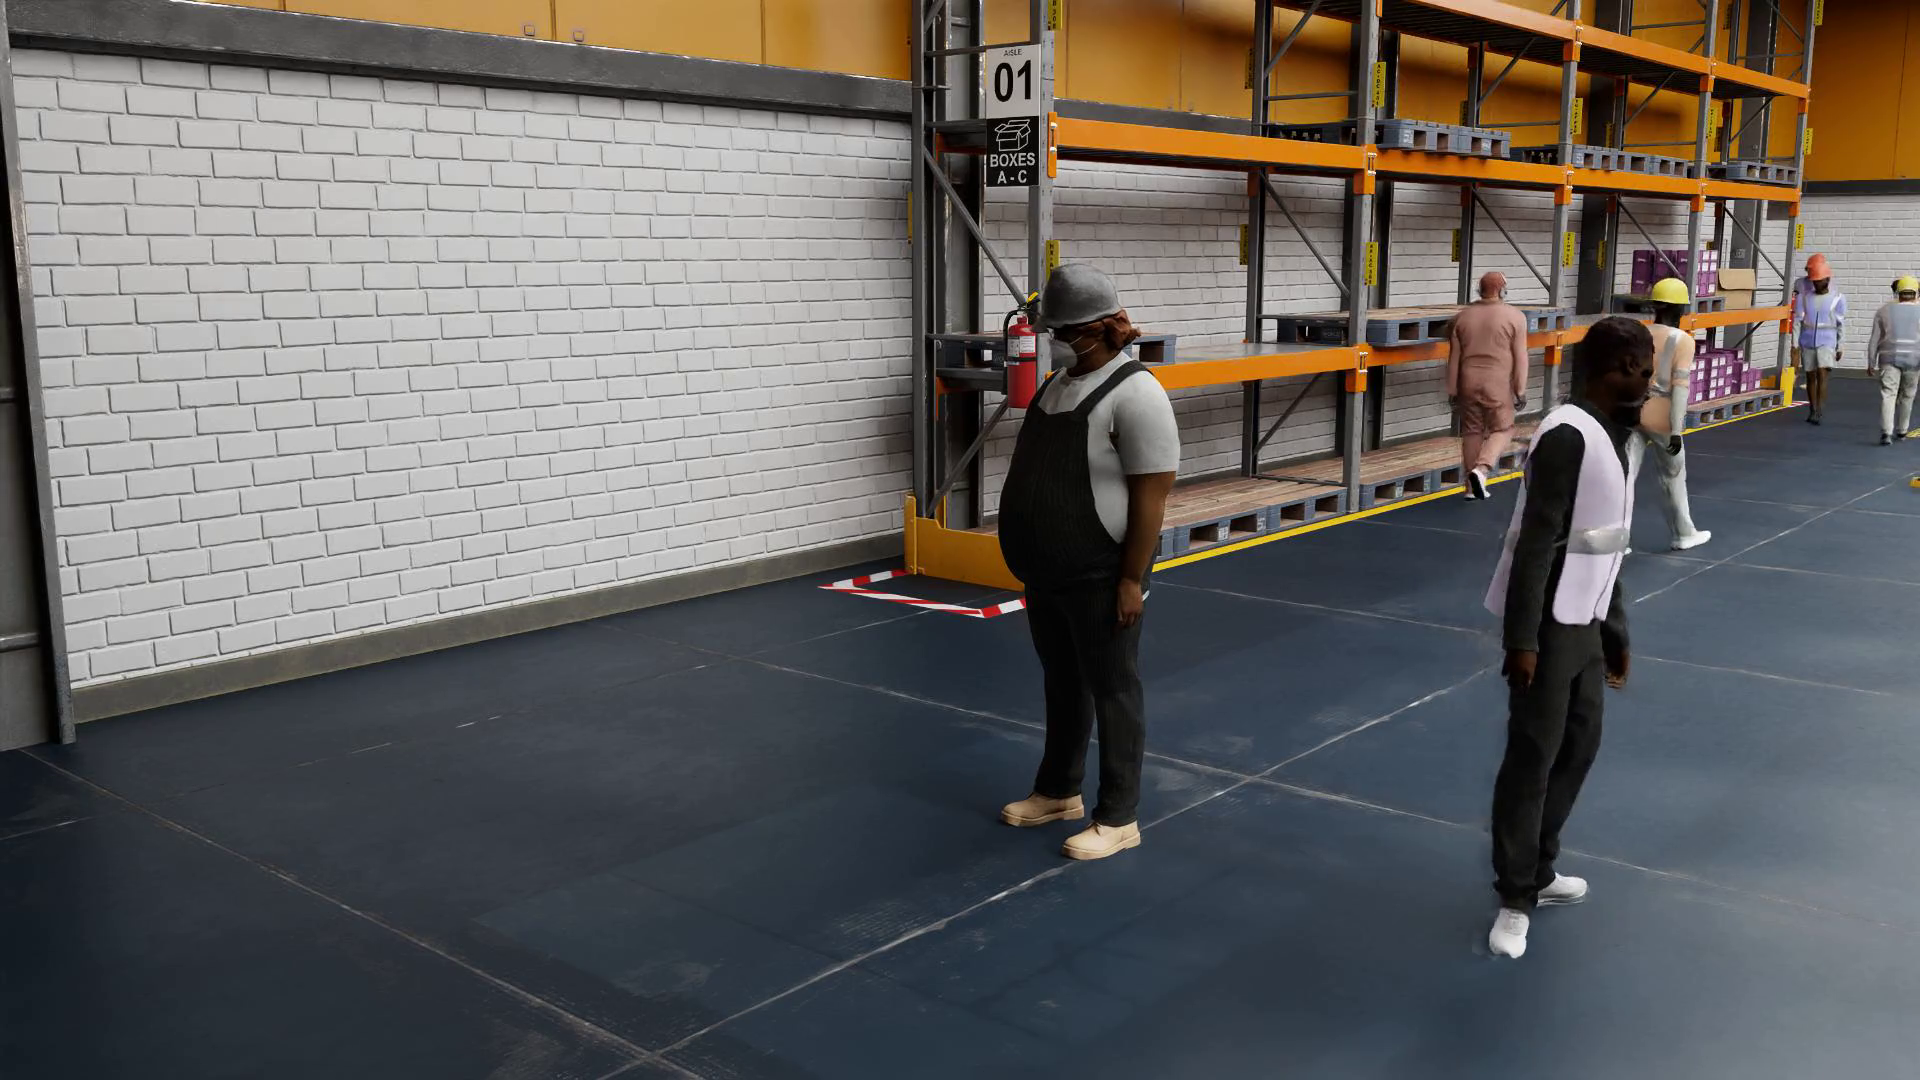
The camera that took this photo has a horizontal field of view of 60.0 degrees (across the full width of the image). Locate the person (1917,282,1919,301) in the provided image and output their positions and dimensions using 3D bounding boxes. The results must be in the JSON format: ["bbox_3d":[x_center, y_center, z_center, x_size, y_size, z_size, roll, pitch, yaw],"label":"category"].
[{"bbox_3d":[12.902,-2.699,22.626,0.526,1.629,0.370,7,12,34],"label":"person"}]

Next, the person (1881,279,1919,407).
[{"bbox_3d":[12.369,-2.587,21.874,0.560,1.658,0.510,1,10,7],"label":"person"}]

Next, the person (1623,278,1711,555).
[{"bbox_3d":[4.716,-0.827,11.257,0.983,1.871,0.608,-5,11,-27],"label":"person"}]

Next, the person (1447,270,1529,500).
[{"bbox_3d":[4.259,-1.235,13.522,0.674,1.896,0.574,9,14,42],"label":"person"}]

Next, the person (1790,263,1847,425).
[{"bbox_3d":[10.082,-2.301,19.597,0.552,1.884,0.964,7,12,36],"label":"person"}]

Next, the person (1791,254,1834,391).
[{"bbox_3d":[12.317,-3.140,24.126,1.005,1.976,0.628,-7,12,-37],"label":"person"}]

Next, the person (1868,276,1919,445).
[{"bbox_3d":[9.992,-1.904,17.688,0.592,1.783,0.969,5,11,26],"label":"person"}]

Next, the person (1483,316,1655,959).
[{"bbox_3d":[1.773,0.277,4.994,0.382,1.878,0.725,7,12,37],"label":"person"}]

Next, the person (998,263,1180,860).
[{"bbox_3d":[0.395,0.064,5.719,0.536,2.000,0.675,-6,11,-29],"label":"person"}]

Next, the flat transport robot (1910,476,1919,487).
[{"bbox_3d":[8.920,-0.568,14.349,1.431,0.197,0.652,-6,12,-32],"label":"flat transport robot"}]
